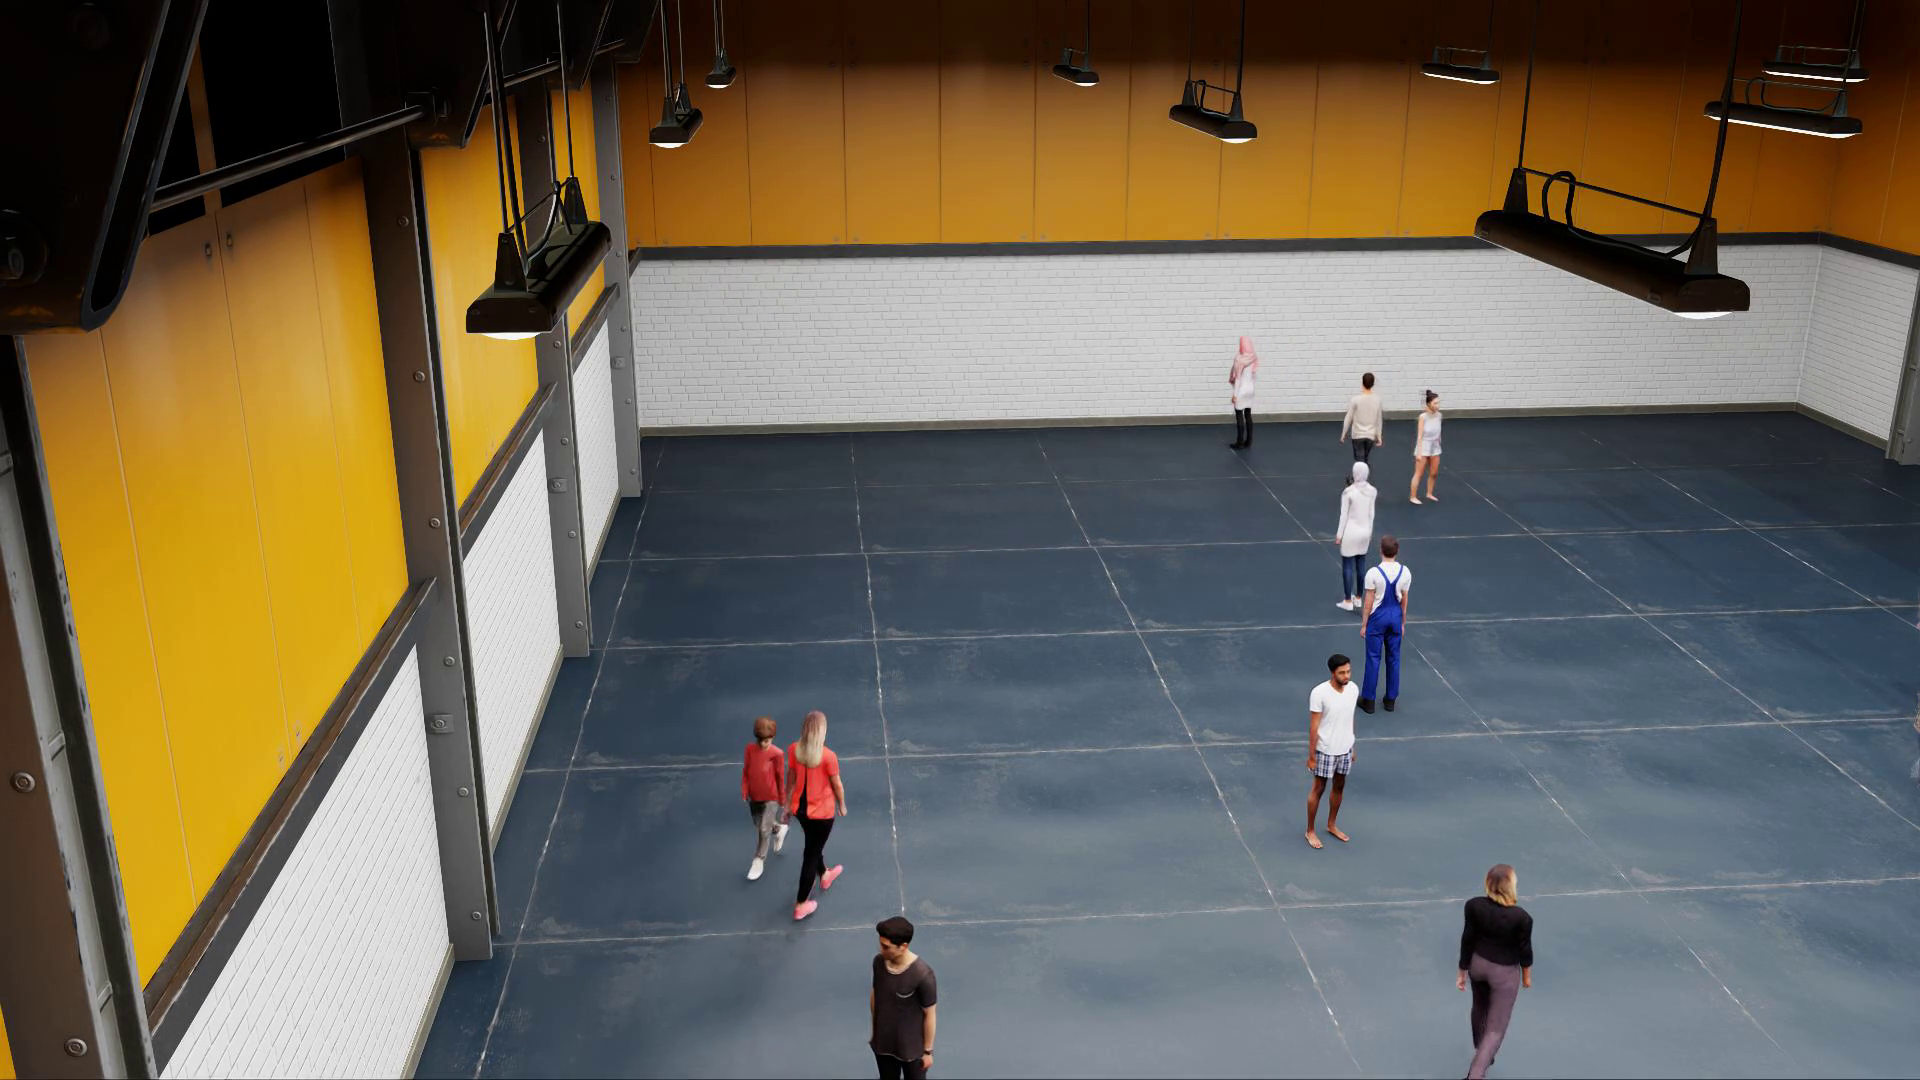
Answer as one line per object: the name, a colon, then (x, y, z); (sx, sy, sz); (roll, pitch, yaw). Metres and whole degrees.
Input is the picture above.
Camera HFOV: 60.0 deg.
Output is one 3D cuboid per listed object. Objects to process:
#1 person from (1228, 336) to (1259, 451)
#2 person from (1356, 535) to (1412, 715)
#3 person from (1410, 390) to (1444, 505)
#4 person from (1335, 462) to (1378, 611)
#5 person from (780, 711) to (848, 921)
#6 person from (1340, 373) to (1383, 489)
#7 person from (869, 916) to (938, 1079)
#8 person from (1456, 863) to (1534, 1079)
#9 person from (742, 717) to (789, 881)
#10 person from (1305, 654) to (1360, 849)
person: (4.470, -2.321, 26.176); (0.732, 1.803, 0.748); (-12, 22, -33)
person: (4.266, 0.837, 16.728); (0.616, 1.848, 0.548); (-2, 19, -6)
person: (6.569, -1.305, 23.456); (0.664, 1.614, 0.648); (-11, 21, -29)
person: (4.639, -0.055, 19.478); (0.674, 1.783, 0.654); (-6, 20, -17)
person: (-1.196, 2.189, 13.011); (0.950, 1.658, 1.062); (12, 22, 31)
person: (5.701, -1.382, 23.365); (0.754, 1.818, 1.146); (-4, 19, -12)
person: (-0.356, 3.066, 10.324); (0.704, 1.711, 0.750); (13, 22, 33)
person: (3.445, 2.925, 10.856); (1.009, 1.640, 1.070); (15, 24, 37)
person: (-1.594, 2.068, 13.780); (0.794, 1.396, 0.958); (10, 21, 28)
person: (3.172, 1.761, 14.166); (0.712, 1.732, 0.658); (-9, 21, -25)
